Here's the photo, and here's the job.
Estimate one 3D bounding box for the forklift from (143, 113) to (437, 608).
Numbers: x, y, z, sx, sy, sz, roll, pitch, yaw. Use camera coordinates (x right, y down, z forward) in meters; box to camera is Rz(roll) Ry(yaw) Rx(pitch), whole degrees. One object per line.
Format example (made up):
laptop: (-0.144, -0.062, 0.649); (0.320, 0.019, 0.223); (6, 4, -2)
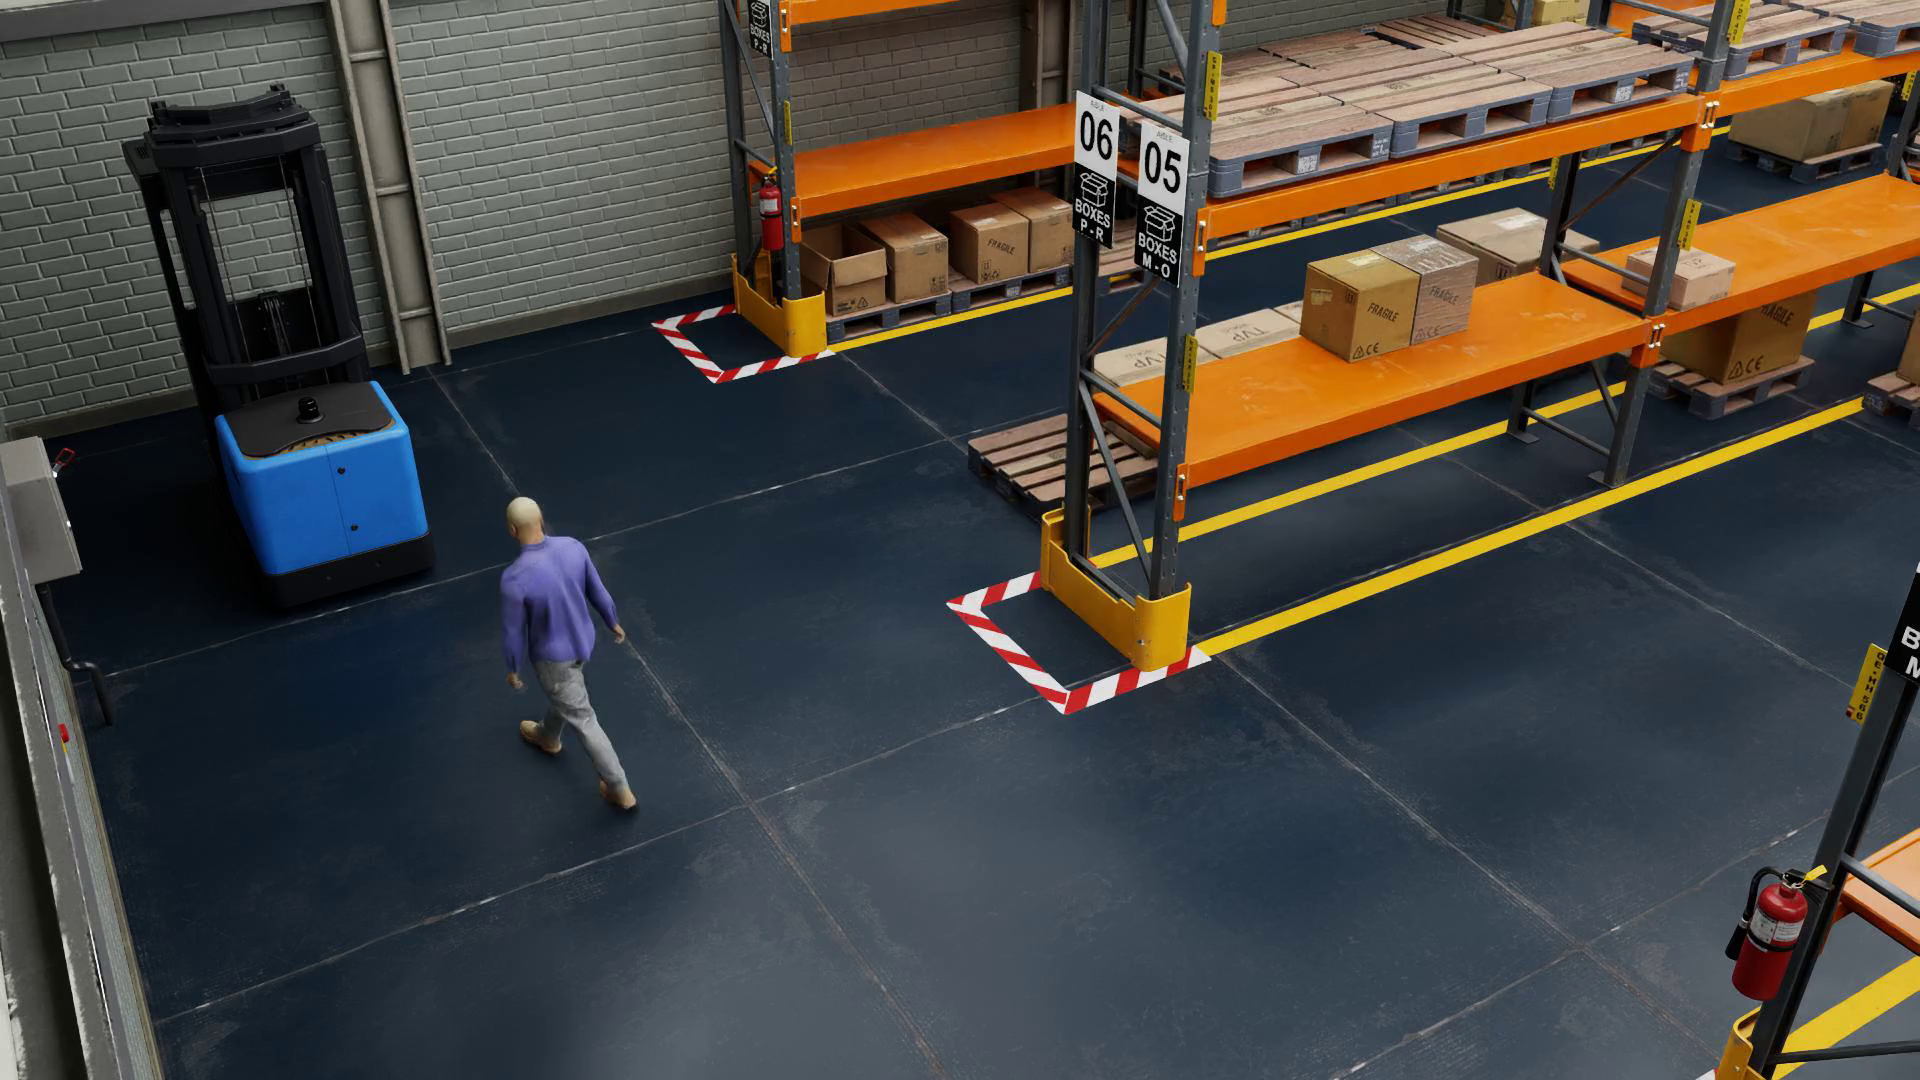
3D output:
forklift: (-4.289, -1.259, 10.509); (1.129, 2.768, 1.873); (-17, 36, -26)

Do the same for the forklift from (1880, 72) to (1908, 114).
forklift: (11.468, -5.645, 18.244); (1.214, 2.155, 2.313); (-17, 36, -26)

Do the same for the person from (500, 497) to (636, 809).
person: (-2.057, 0.551, 8.666); (0.988, 1.729, 0.668); (21, 37, 30)
